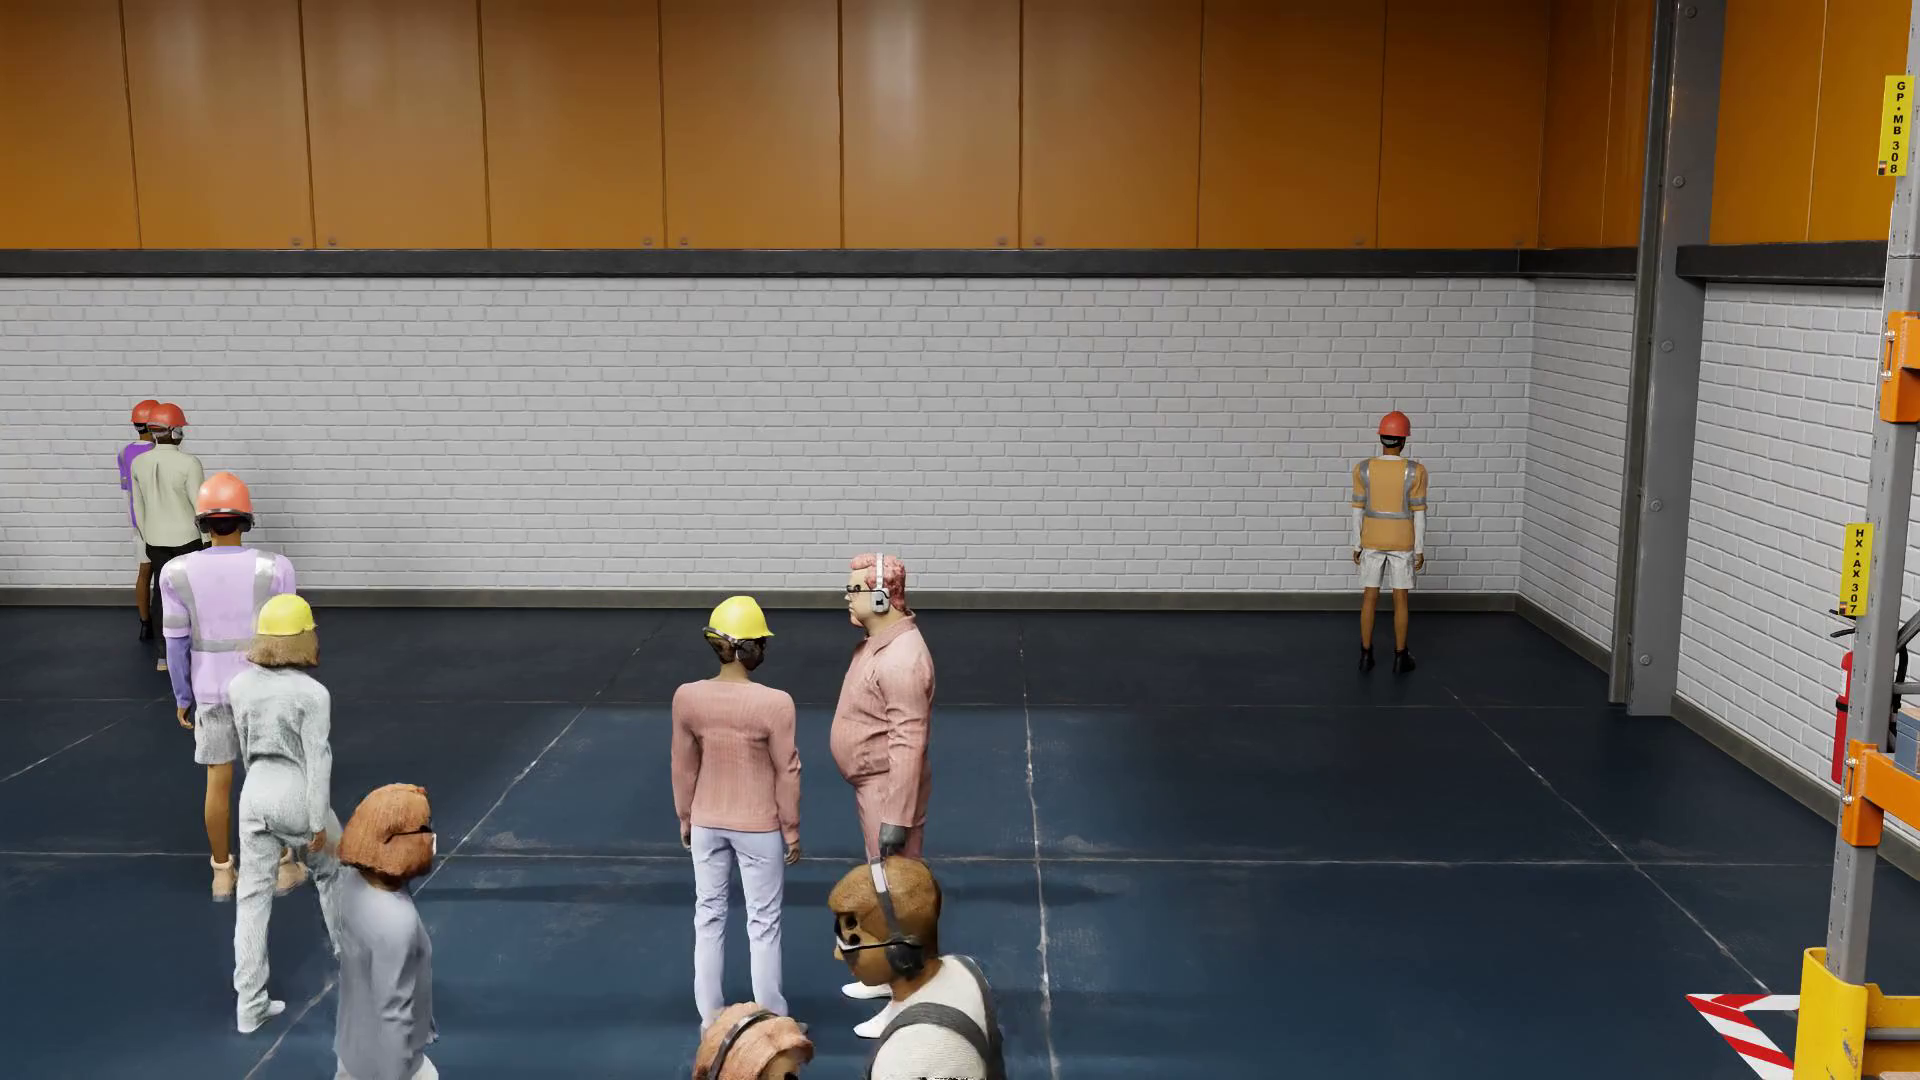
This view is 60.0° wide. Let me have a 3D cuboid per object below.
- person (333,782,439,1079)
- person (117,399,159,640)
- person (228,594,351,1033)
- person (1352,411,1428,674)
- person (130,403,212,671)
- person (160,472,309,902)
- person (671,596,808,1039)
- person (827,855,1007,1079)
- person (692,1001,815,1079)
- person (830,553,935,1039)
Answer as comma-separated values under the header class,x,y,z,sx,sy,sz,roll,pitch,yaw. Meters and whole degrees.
class,x,y,z,sx,sy,sz,roll,pitch,yaw
person,-1.558,1.451,4.715,0.844,1.586,0.519,-7,12,-35
person,-6.410,-0.149,13.269,0.542,1.939,0.361,4,10,24
person,-2.672,1.057,6.737,0.503,1.710,0.839,2,10,14
person,3.163,0.018,12.271,0.545,1.938,0.362,4,10,24
person,-5.789,-0.015,12.293,0.612,1.997,0.376,2,10,12
person,-3.417,0.697,7.882,0.607,2.048,0.367,-2,10,-12
person,-0.845,1.090,6.377,0.526,1.765,0.329,3,10,19
person,-0.126,1.536,3.582,0.769,1.803,0.583,2,10,14
person,-0.402,1.675,3.285,0.386,1.626,0.497,0,9,2
person,-0.308,0.991,6.541,0.400,1.907,0.645,-1,10,-8
